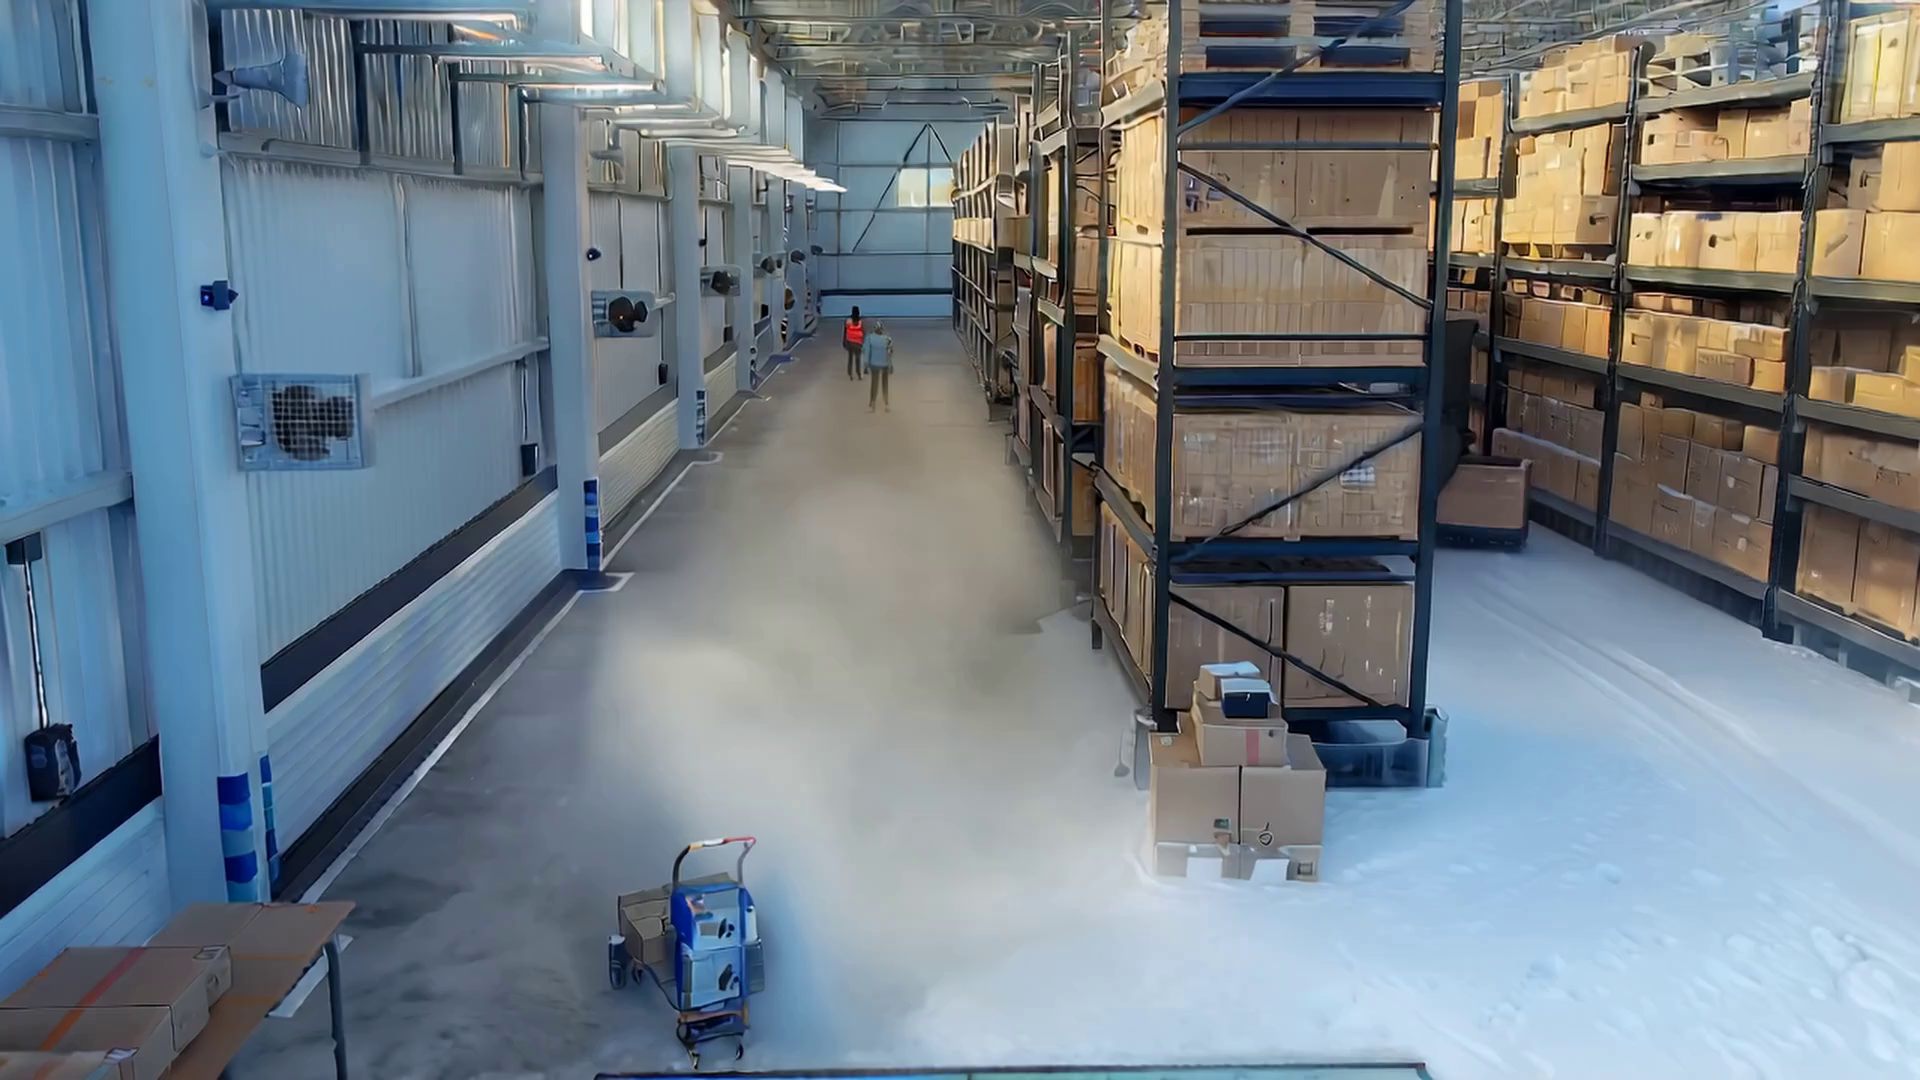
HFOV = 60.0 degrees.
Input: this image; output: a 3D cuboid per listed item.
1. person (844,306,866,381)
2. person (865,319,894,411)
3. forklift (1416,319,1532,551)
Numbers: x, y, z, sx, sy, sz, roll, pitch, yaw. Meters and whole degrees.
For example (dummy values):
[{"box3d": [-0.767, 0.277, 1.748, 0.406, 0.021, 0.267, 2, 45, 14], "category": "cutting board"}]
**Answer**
[{"box3d": [-2.698, -5.032, 42.572, 0.589, 1.911, 0.387, -7, 13, -34], "category": "person"}, {"box3d": [-1.723, -3.745, 35.677, 0.618, 1.986, 0.409, -2, 11, -12], "category": "person"}, {"box3d": [6.227, -1.369, 20.969, 1.873, 2.768, 1.129, 5, 12, 24], "category": "forklift"}]
